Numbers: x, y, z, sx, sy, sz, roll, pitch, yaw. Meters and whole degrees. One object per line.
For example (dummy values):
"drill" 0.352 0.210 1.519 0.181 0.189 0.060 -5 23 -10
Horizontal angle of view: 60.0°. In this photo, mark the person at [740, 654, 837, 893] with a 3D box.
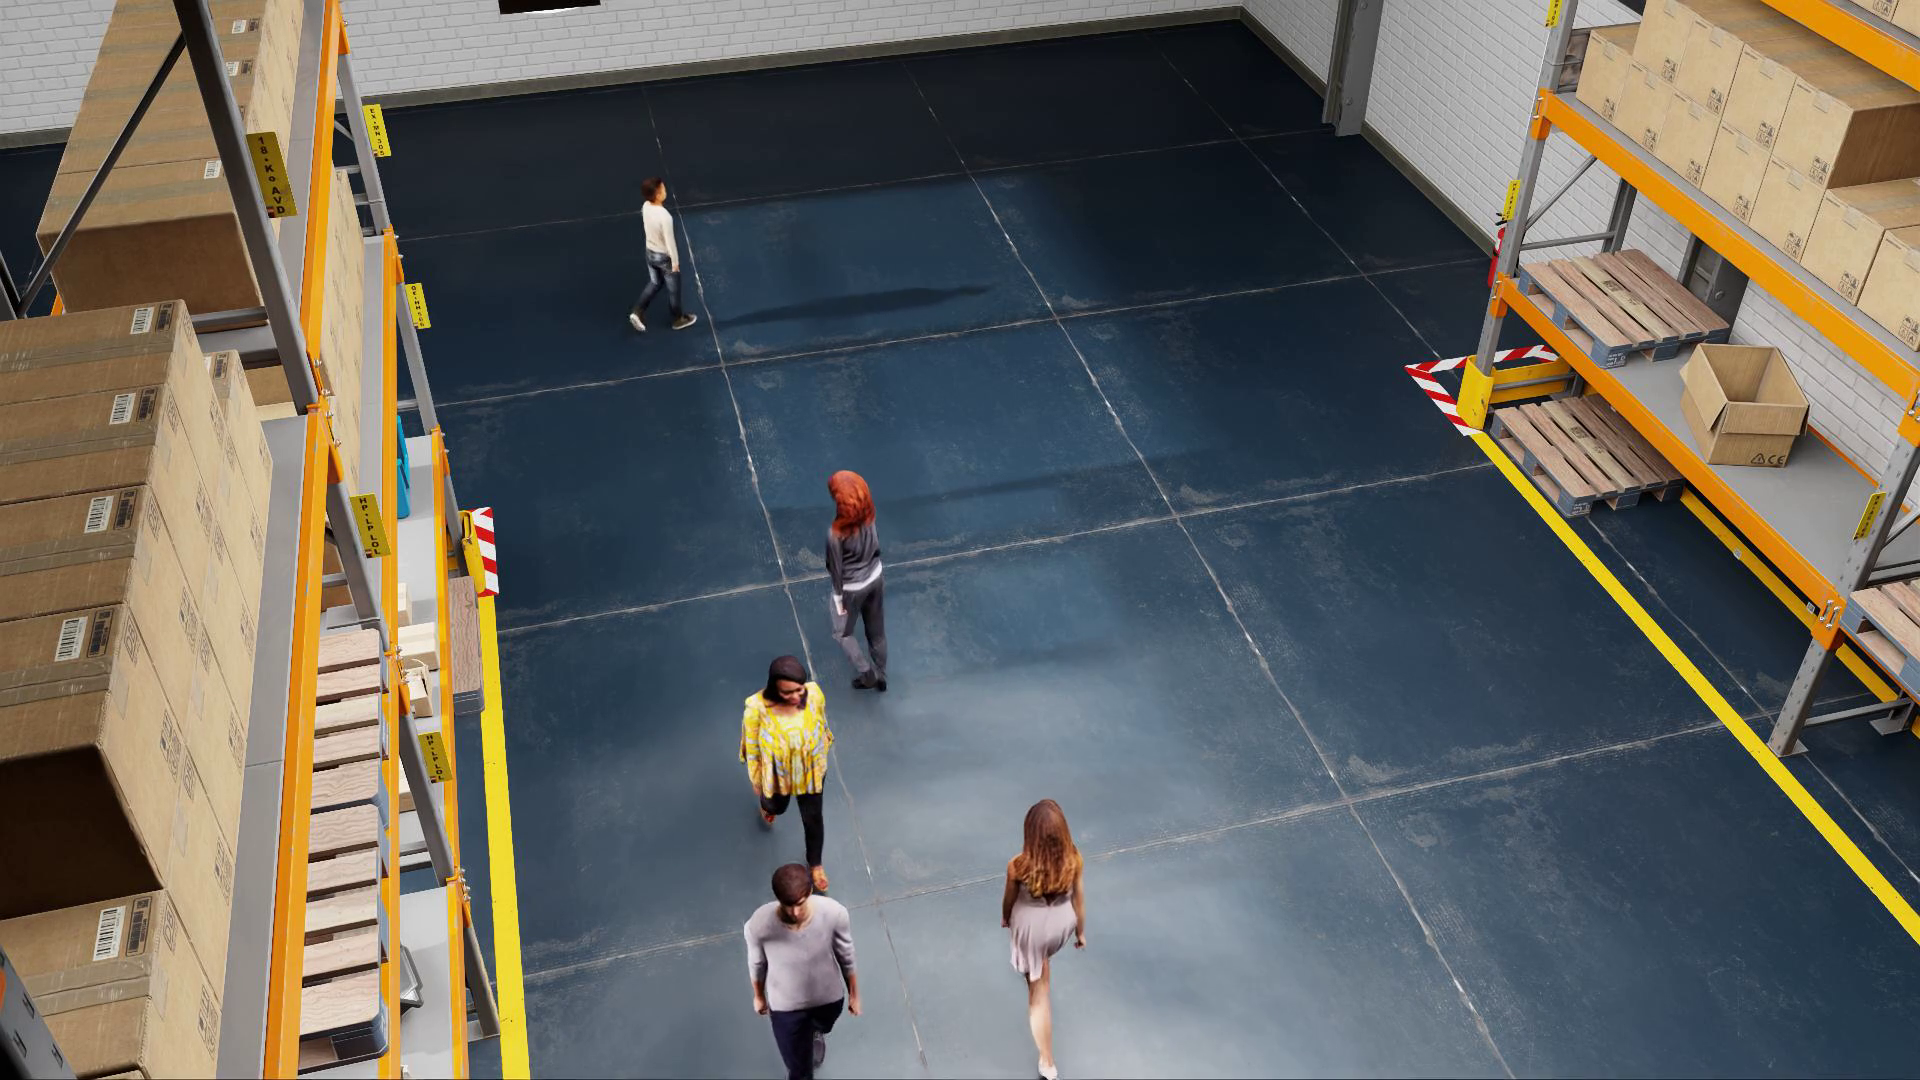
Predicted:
"person" -1.004 1.248 9.513 0.783 1.631 1.041 -15 41 -17

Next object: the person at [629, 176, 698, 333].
"person" -2.616 -2.409 14.234 0.875 1.454 0.873 29 47 32

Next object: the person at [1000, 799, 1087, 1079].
"person" 0.431 2.074 8.413 0.635 1.713 1.157 -6 39 -7

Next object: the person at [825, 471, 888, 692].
"person" -0.604 0.338 10.547 0.728 1.763 0.742 -27 46 -30

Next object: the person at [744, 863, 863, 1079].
"person" -0.764 2.178 8.213 0.671 1.800 1.136 -9 39 -11
